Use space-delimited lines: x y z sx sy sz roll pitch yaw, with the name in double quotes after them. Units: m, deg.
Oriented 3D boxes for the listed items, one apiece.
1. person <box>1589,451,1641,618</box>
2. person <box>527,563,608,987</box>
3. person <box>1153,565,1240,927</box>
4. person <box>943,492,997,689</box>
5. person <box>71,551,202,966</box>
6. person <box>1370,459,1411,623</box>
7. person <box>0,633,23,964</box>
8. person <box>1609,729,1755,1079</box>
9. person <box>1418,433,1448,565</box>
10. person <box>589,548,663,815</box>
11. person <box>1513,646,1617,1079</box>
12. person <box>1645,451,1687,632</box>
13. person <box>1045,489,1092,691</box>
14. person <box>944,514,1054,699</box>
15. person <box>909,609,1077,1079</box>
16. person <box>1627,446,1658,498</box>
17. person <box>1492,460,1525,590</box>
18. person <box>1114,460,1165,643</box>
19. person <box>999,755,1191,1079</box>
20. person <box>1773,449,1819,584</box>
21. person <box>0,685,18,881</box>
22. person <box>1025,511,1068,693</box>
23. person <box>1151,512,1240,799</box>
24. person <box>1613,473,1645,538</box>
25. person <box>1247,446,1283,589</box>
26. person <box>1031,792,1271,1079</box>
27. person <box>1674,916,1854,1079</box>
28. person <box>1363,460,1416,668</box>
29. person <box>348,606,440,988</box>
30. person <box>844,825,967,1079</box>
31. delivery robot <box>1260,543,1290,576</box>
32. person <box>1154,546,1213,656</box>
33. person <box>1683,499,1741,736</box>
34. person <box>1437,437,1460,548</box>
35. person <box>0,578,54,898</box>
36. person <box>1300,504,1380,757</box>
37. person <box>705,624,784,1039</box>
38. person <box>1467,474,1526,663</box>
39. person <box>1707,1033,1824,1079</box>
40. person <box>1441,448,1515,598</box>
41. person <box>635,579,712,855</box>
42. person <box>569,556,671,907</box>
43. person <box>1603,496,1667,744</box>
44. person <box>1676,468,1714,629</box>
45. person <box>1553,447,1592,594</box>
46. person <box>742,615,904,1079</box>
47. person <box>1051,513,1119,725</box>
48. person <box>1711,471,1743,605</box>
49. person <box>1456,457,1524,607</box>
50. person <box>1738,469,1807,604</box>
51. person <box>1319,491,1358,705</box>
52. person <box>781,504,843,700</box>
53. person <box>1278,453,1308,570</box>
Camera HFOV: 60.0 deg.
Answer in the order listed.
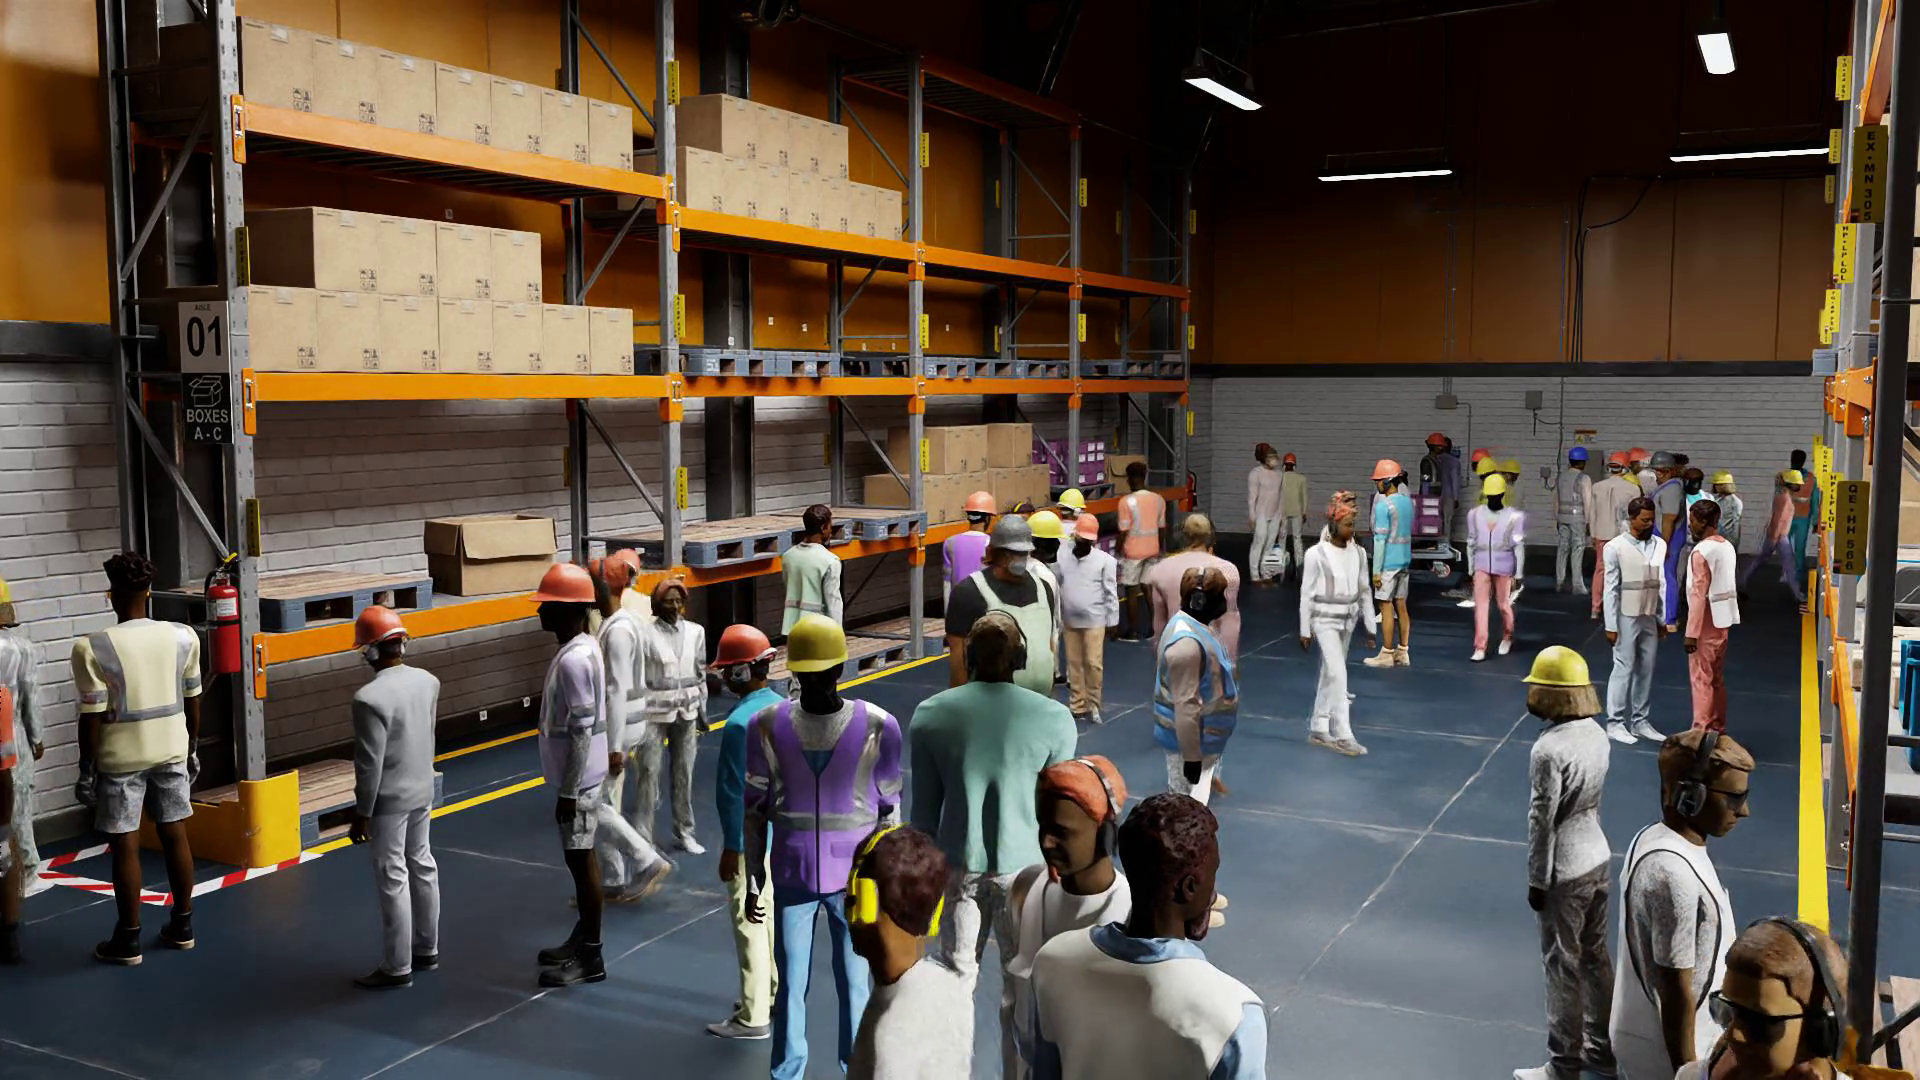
7.684 -0.047 19.502 0.408 1.984 0.615 -5 7 -44 "person"
-1.800 1.070 7.685 0.344 1.942 0.547 -1 5 -12 "person"
1.214 1.043 8.545 0.429 1.838 0.625 1 5 13 "person"
0.136 0.581 13.074 0.549 1.924 0.391 2 6 25 "person"
-3.932 1.032 7.965 0.367 1.966 0.606 4 7 36 "person"
4.952 0.011 19.273 0.409 1.908 0.639 4 7 36 "person"
-4.855 1.062 8.029 0.956 1.886 0.559 4 7 36 "person"
1.938 1.418 4.493 0.344 1.839 0.504 2 6 17 "person"
7.218 -0.620 25.370 0.405 2.036 0.606 3 6 33 "person"
-2.189 0.924 10.536 0.362 1.714 0.696 4 7 36 "person"
2.375 1.281 6.555 0.486 1.734 0.361 -4 7 -40 "person"
7.850 0.004 18.637 0.536 2.000 0.685 2 6 18 "person"
0.985 0.448 15.040 0.586 1.824 0.404 5 7 42 "person"
0.281 0.862 9.403 0.688 2.000 0.536 -3 6 -29 "person"
0.124 1.221 6.151 0.629 1.931 0.378 1 5 11 "person"
8.783 -0.229 21.482 0.700 1.973 0.623 -3 6 -26 "person"
7.360 -0.195 22.288 0.518 1.757 0.337 -3 6 -26 "person"
1.915 0.125 17.756 0.636 1.963 0.366 -4 7 -35 "person"
0.314 1.445 4.040 0.343 1.877 0.575 -5 7 -41 "person"
11.436 -0.300 22.726 0.561 1.893 0.616 -5 7 -44 "person"
-4.117 1.169 6.666 0.626 1.924 0.680 -2 6 -25 "person"
0.522 0.763 11.123 0.394 1.921 0.583 -2 6 -20 "person"
1.569 0.779 10.908 0.647 1.920 0.501 4 6 34 "person"
7.823 0.083 19.429 0.486 1.738 0.321 -1 5 -14 "person"
4.149 -0.311 22.570 0.635 1.937 0.352 -4 7 -38 "person"
0.387 1.476 3.452 0.371 1.916 0.597 -5 7 -44 "person"
1.474 1.567 2.995 0.838 1.816 0.516 -4 6 -34 "person"
4.177 0.234 16.214 0.404 2.035 0.606 5 7 44 "person"
-2.621 1.171 7.646 0.338 1.744 0.560 1 6 15 "person"
-0.209 1.525 3.405 0.440 1.831 0.615 0 5 2 "person"
4.365 0.285 23.015 0.477 0.478 0.707 2 5 17 "delivery robot"
1.769 0.771 12.749 0.542 1.618 0.562 3 6 31 "person"
5.587 0.650 12.416 0.410 1.908 0.598 5 7 43 "person"
7.702 -0.681 26.549 0.379 1.940 0.629 -4 7 -37 "person"
-5.161 1.055 8.904 0.487 1.744 0.294 -1 5 -8 "person"
2.884 0.671 12.408 0.604 1.851 0.825 -3 6 -31 "person"
-0.899 1.227 7.092 0.352 1.738 0.573 1 5 13 "person"
5.389 0.262 16.704 0.593 1.888 0.951 3 6 32 "person"
1.487 1.650 3.225 0.539 1.607 0.697 1 5 15 "person"
6.770 -0.197 21.413 0.983 1.956 0.627 2 6 22 "person"
-1.686 1.045 9.656 0.542 1.637 0.320 -4 7 -40 "person"
-1.842 1.009 8.701 0.428 1.863 0.603 -1 6 -15 "person"
5.193 0.611 12.834 0.600 1.908 0.396 -3 6 -26 "person"
8.226 0.096 18.804 0.627 1.834 0.429 0 5 -2 "person"
8.119 -0.260 21.970 0.404 1.945 0.615 -2 6 -24 "person"
-0.506 1.225 6.101 0.594 1.924 0.382 0 5 3 "person"
0.962 0.640 13.467 0.660 1.730 0.386 3 6 30 "person"
9.133 0.035 19.938 0.333 1.736 0.487 -2 6 -20 "person"
6.612 -0.100 20.634 0.889 1.878 0.612 -1 5 -7 "person"
10.315 -0.052 21.042 0.944 1.704 0.576 2 6 18 "person"
3.257 0.491 14.427 0.395 1.847 0.564 2 6 21 "person"
-1.055 0.702 11.823 0.391 1.912 0.590 -5 7 -44 "person"
4.890 -0.419 24.714 0.559 1.751 0.326 0 5 2 "person"
